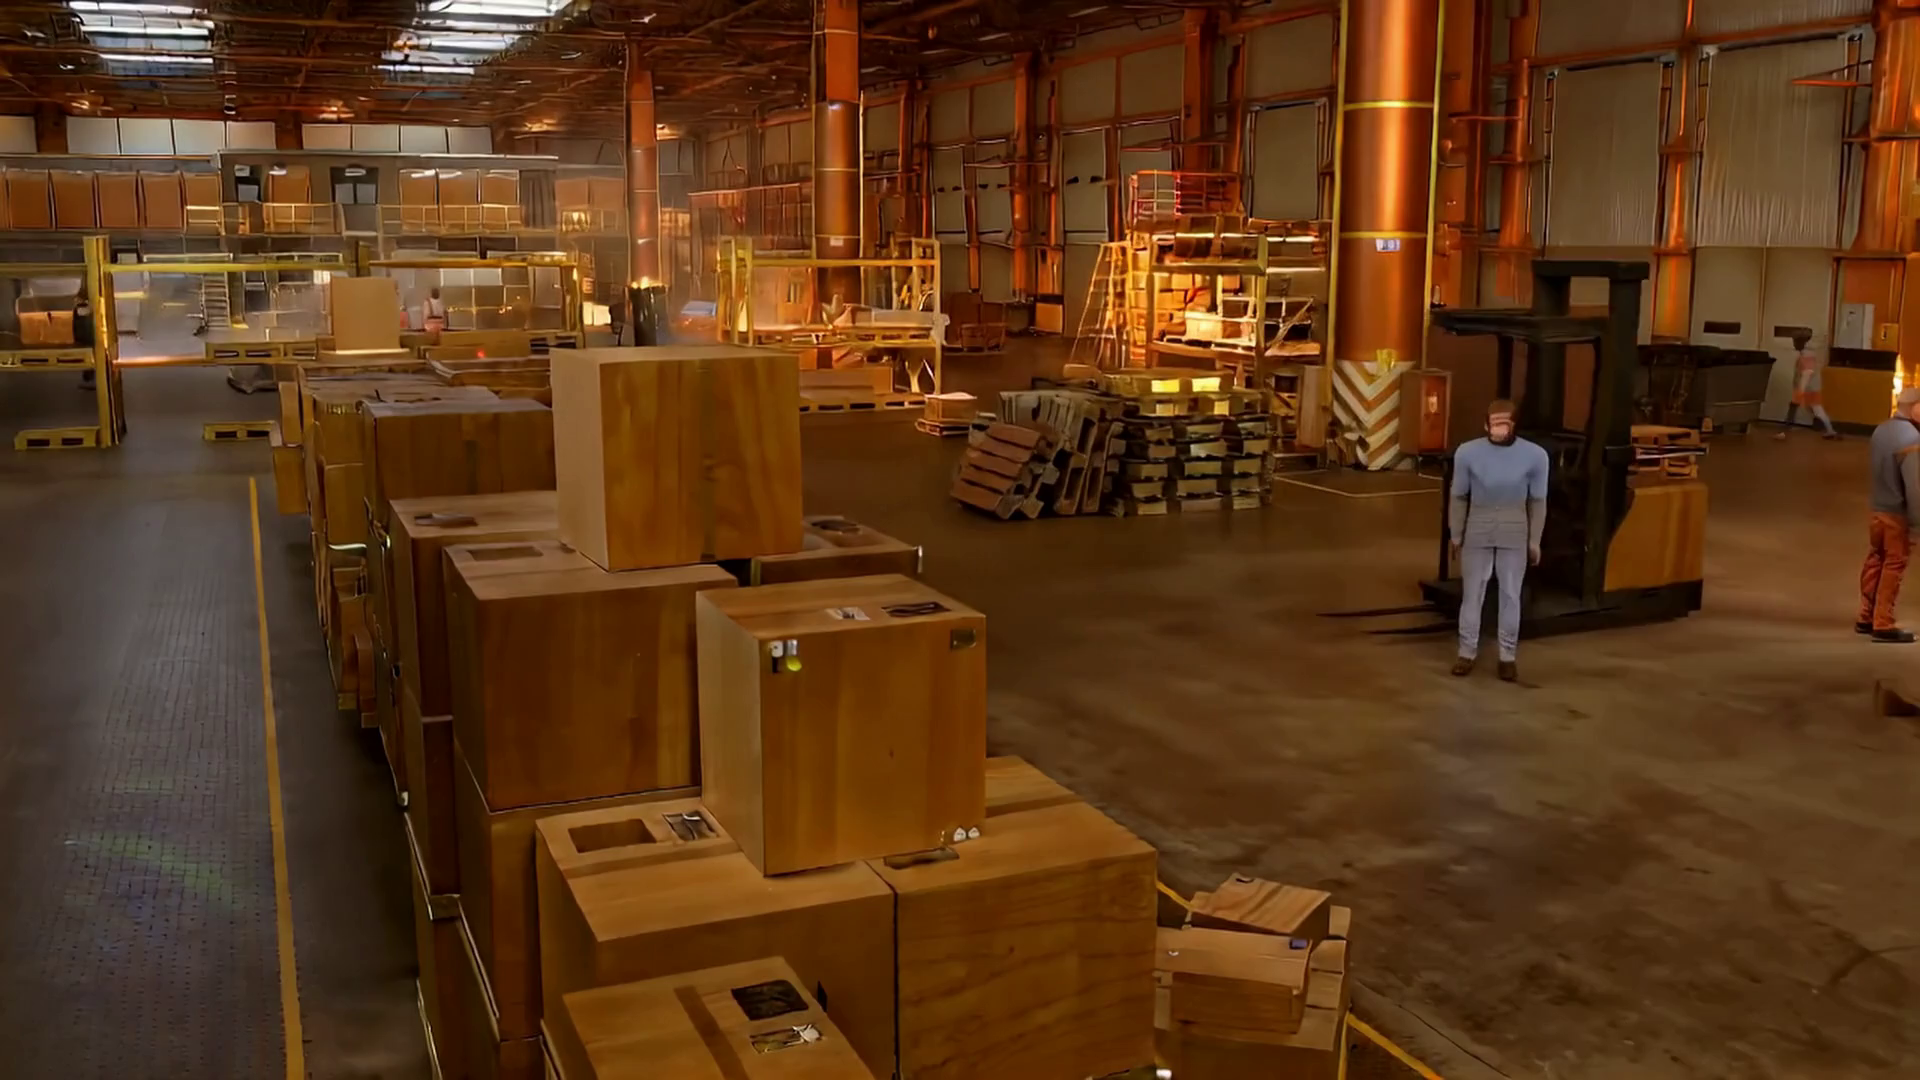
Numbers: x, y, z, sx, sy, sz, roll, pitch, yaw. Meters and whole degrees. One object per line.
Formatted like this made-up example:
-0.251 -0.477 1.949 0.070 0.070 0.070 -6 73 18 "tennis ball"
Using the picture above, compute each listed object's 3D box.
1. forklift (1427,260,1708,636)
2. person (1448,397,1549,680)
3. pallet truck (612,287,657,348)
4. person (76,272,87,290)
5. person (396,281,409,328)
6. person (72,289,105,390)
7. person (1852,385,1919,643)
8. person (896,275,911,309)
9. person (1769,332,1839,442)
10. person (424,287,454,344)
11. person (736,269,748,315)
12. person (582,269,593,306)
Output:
4.850 -0.791 13.045 1.873 2.768 1.129 -4 11 -23 "forklift"
3.650 -0.010 11.338 0.635 1.937 0.352 4 11 21 "person"
-6.464 -4.406 35.401 0.823 1.965 1.885 6 12 32 "pallet truck"
-27.030 -7.287 51.357 0.437 1.971 0.622 -5 11 -24 "person"
-14.192 -5.542 41.834 0.655 1.933 0.626 5 11 26 "person"
-17.286 -3.983 32.954 0.687 2.000 0.540 1 10 8 "person"
6.957 -0.190 12.373 0.367 1.926 0.638 1 10 4 "person"
-1.844 -7.701 54.052 0.631 1.823 0.694 -3 11 -14 "person"
12.540 -2.243 24.512 0.922 1.633 0.536 2 10 10 "person"
-12.399 -5.092 39.613 0.964 1.833 0.600 7 12 34 "person"
-8.726 -9.690 65.072 0.906 1.813 0.517 8 13 38 "person"
-13.326 -8.707 59.366 0.587 1.910 0.396 8 13 39 "person"
